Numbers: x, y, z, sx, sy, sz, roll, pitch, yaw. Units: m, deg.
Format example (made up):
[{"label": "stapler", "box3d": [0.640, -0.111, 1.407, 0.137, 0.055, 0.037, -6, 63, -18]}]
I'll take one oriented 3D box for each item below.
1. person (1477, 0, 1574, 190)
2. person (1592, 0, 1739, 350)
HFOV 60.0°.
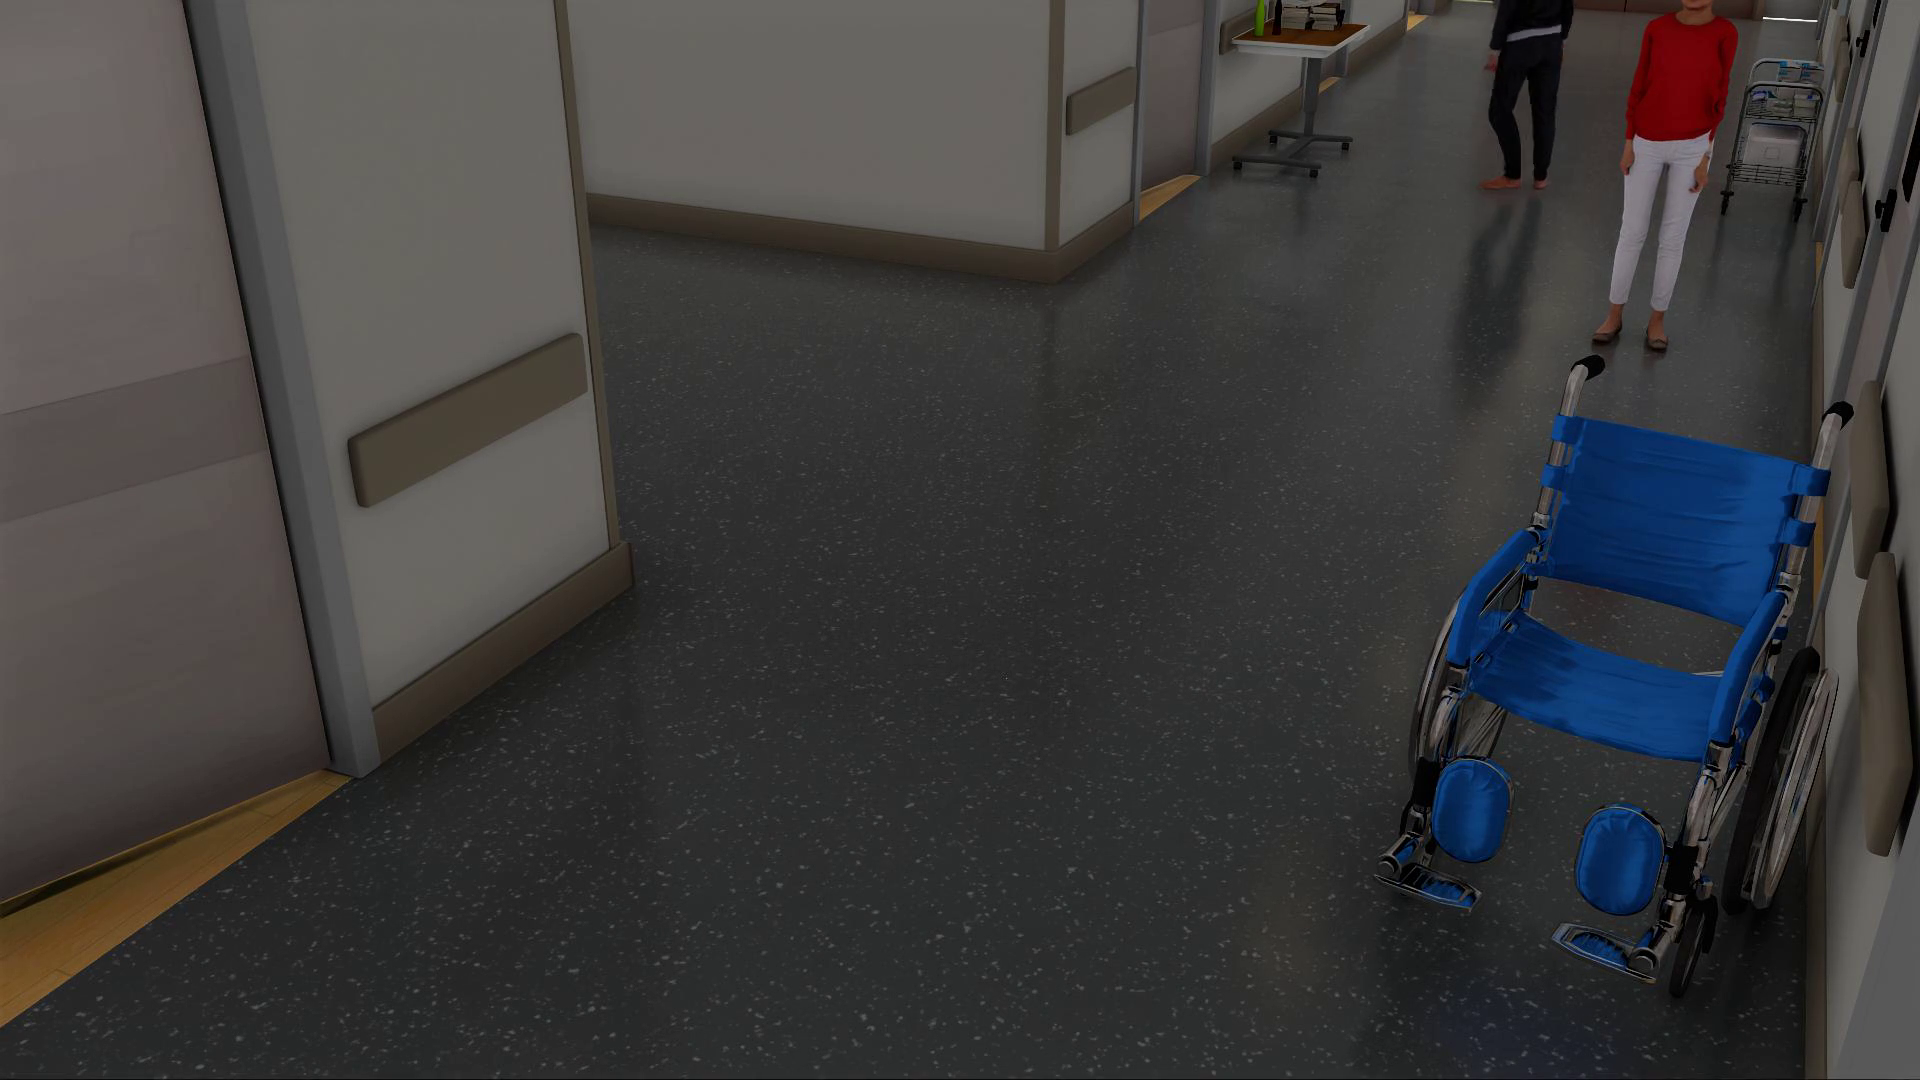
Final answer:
[{"label": "person", "box3d": [3.396, -2.921, 9.794, 0.737, 1.705, 0.826, -6, 26, -12]}, {"label": "person", "box3d": [3.086, -1.686, 7.245, 0.540, 1.694, 0.534, 11, 28, 21]}]
